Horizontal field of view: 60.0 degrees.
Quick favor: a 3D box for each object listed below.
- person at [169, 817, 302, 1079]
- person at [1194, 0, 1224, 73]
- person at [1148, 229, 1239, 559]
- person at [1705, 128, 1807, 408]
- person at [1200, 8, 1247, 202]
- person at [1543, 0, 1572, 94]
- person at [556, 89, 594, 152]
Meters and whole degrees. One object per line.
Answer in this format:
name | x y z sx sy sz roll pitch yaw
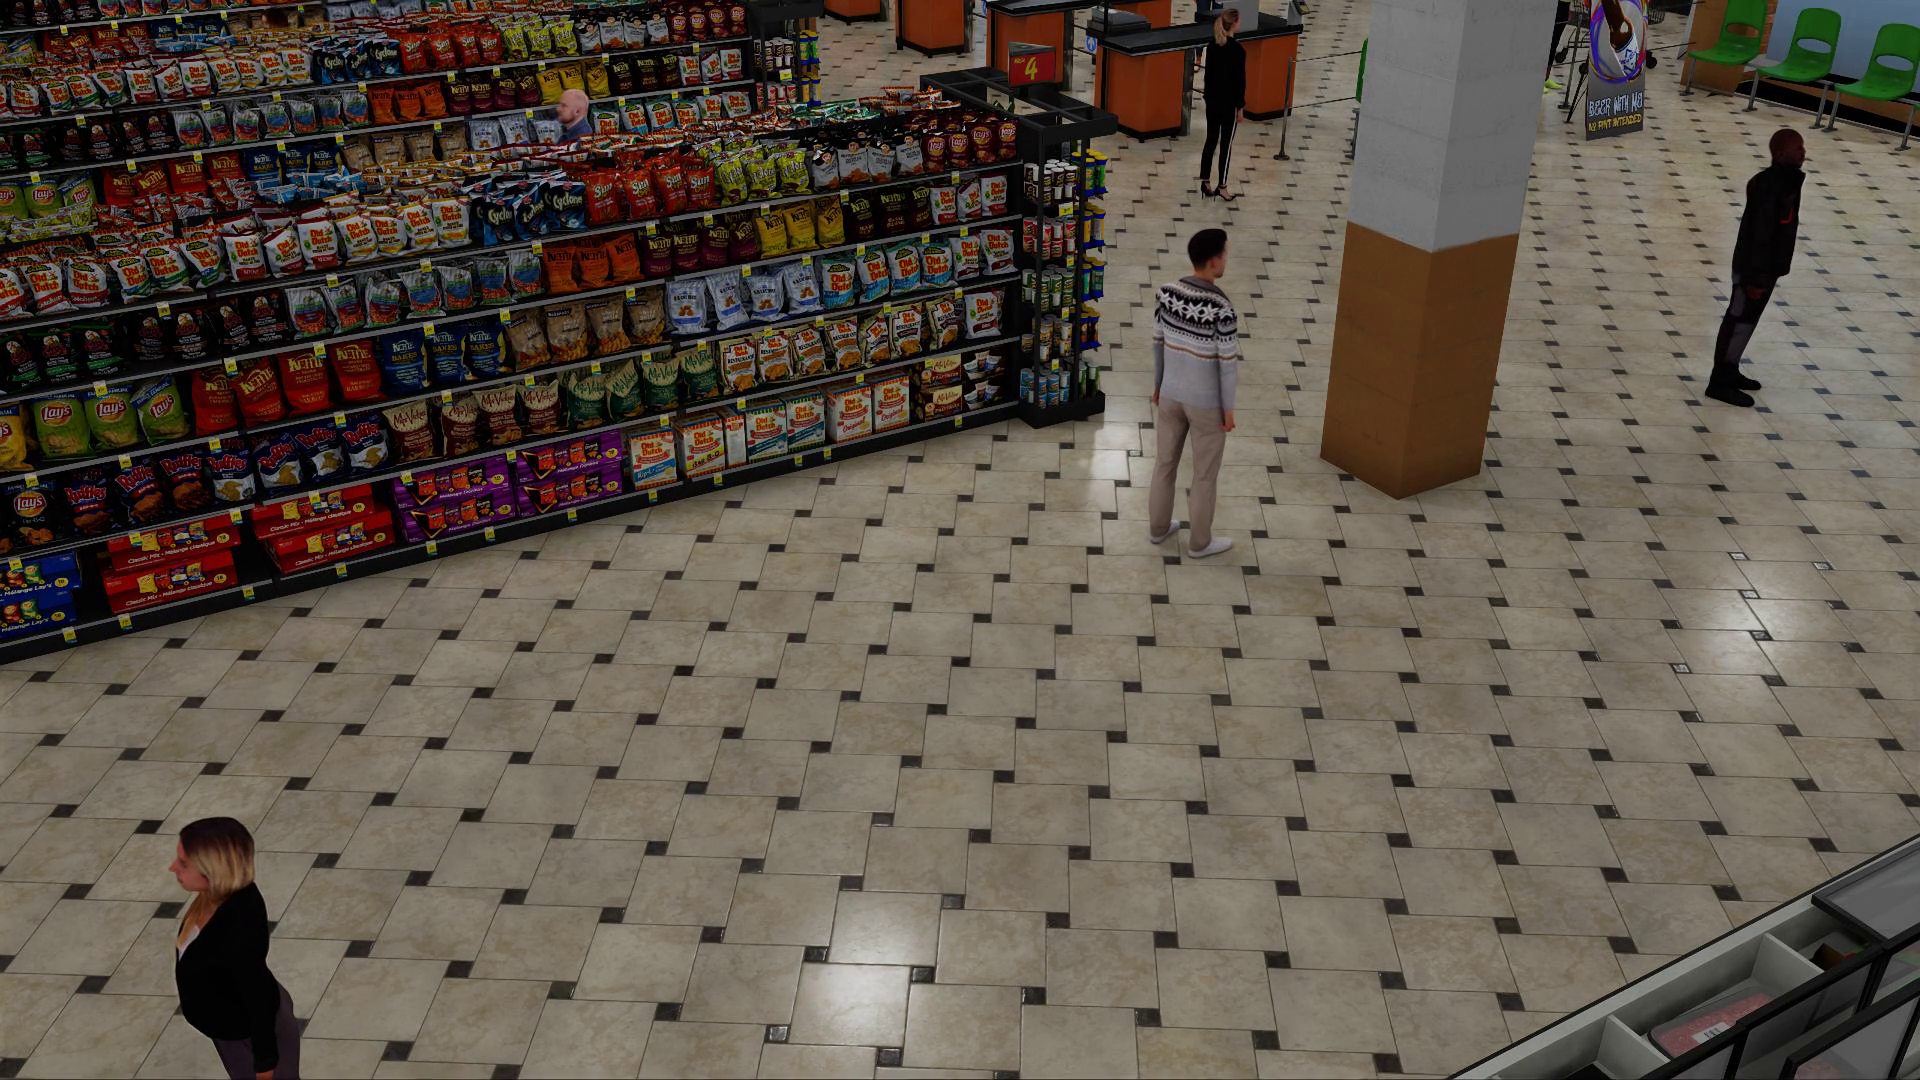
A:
person | -2.117 1.526 5.064 0.515 1.672 0.591 -17 33 -28
person | 2.954 -6.400 19.456 0.648 1.792 0.733 4 29 7
person | 1.275 -0.798 9.125 0.740 1.860 0.664 24 36 36
person | 5.287 -1.835 11.059 0.848 1.826 0.718 17 33 27
person | 2.363 -3.912 14.988 0.596 1.706 0.662 -23 36 -35
person | 6.688 -5.947 18.666 0.510 1.753 0.656 -23 36 -35
person | -2.717 -2.329 11.965 0.626 1.824 0.739 -11 31 -19
